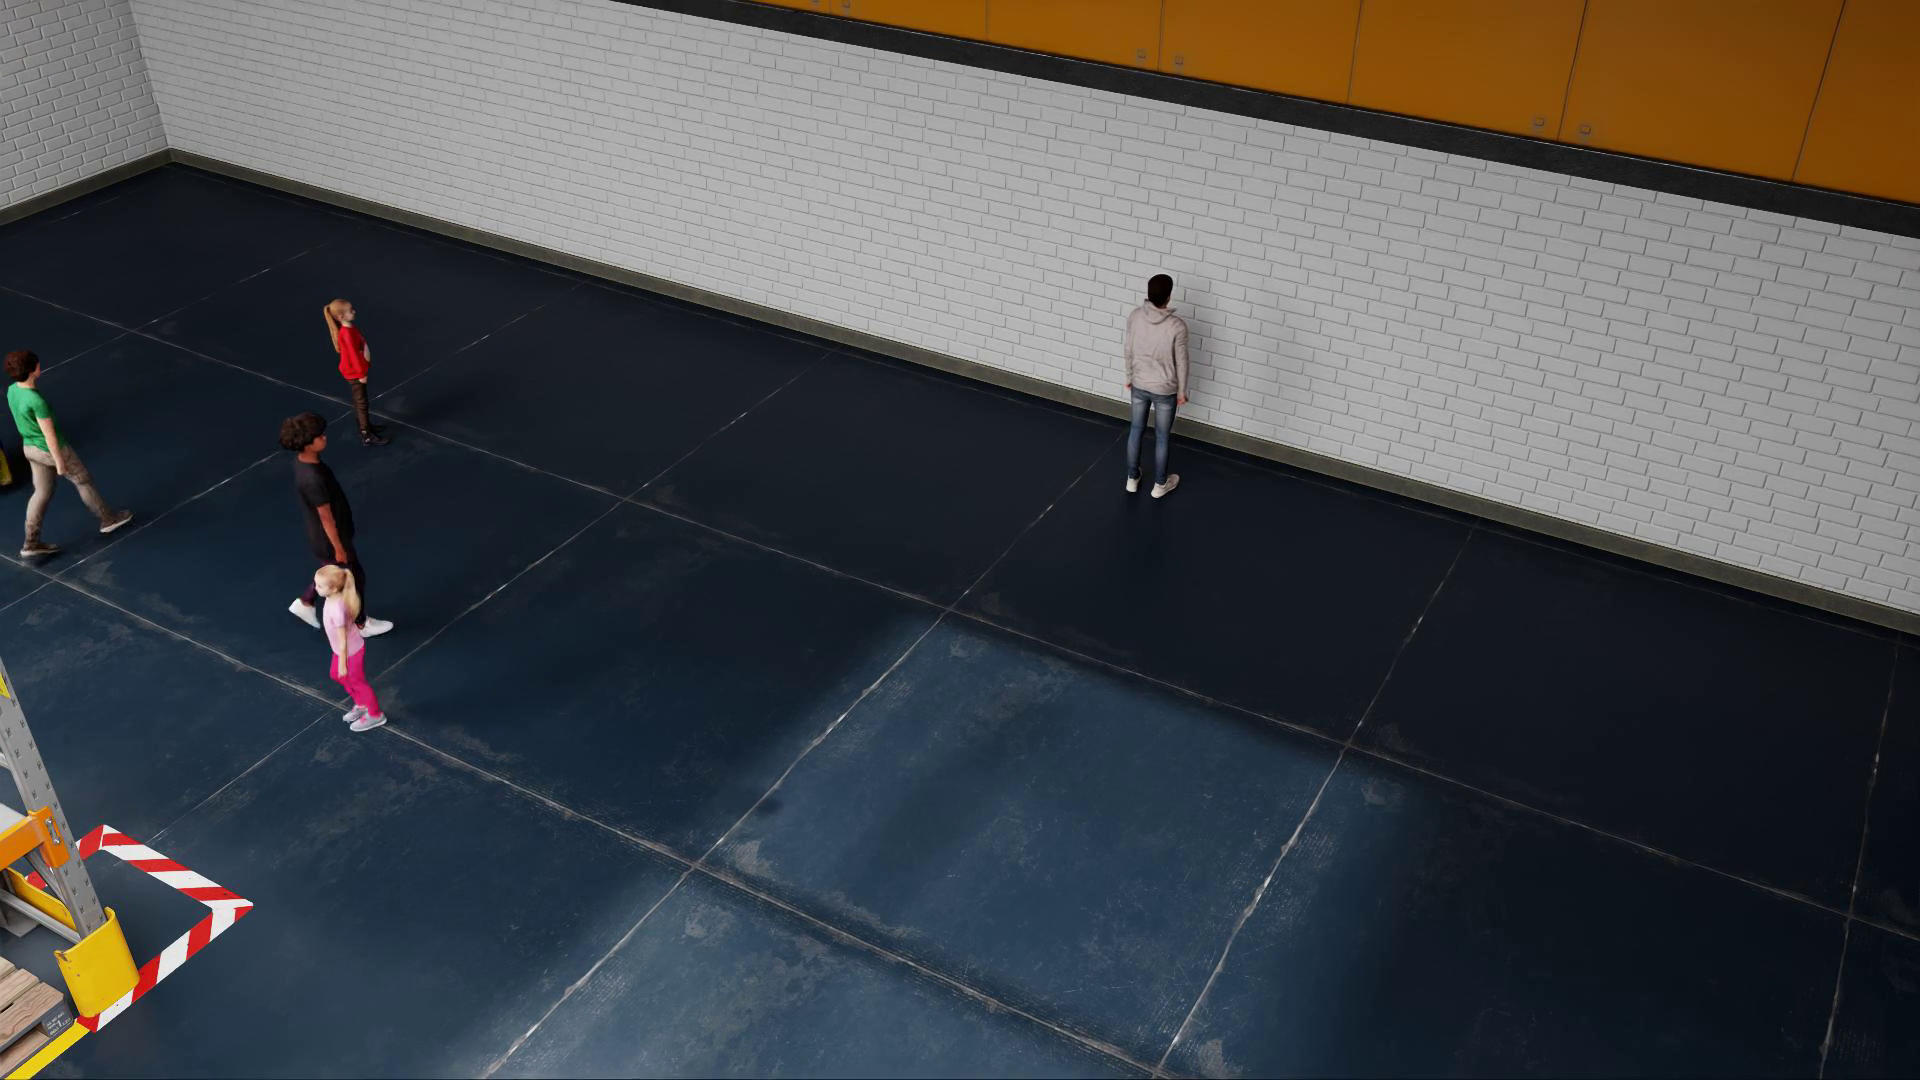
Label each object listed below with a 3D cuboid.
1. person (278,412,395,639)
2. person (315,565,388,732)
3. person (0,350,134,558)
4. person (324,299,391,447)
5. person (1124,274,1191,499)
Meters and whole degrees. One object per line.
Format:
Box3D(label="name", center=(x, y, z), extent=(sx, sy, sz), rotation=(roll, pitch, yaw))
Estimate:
Box3D(label="person", center=(-4.349, -0.053, 11.293), extent=(0.991, 1.769, 0.883), rotation=(-15, 36, -21))
Box3D(label="person", center=(-3.864, 0.672, 10.662), extent=(0.643, 1.261, 0.598), rotation=(-15, 36, -21))
Box3D(label="person", center=(-6.806, -0.610, 12.270), extent=(0.588, 1.616, 1.083), rotation=(19, 38, 26))
Box3D(label="person", center=(-5.004, -1.403, 13.765), extent=(0.636, 1.281, 0.587), rotation=(-13, 36, -19))
Box3D(label="person", center=(1.502, -1.204, 12.951), extent=(0.683, 1.852, 0.585), rotation=(15, 36, 21))
